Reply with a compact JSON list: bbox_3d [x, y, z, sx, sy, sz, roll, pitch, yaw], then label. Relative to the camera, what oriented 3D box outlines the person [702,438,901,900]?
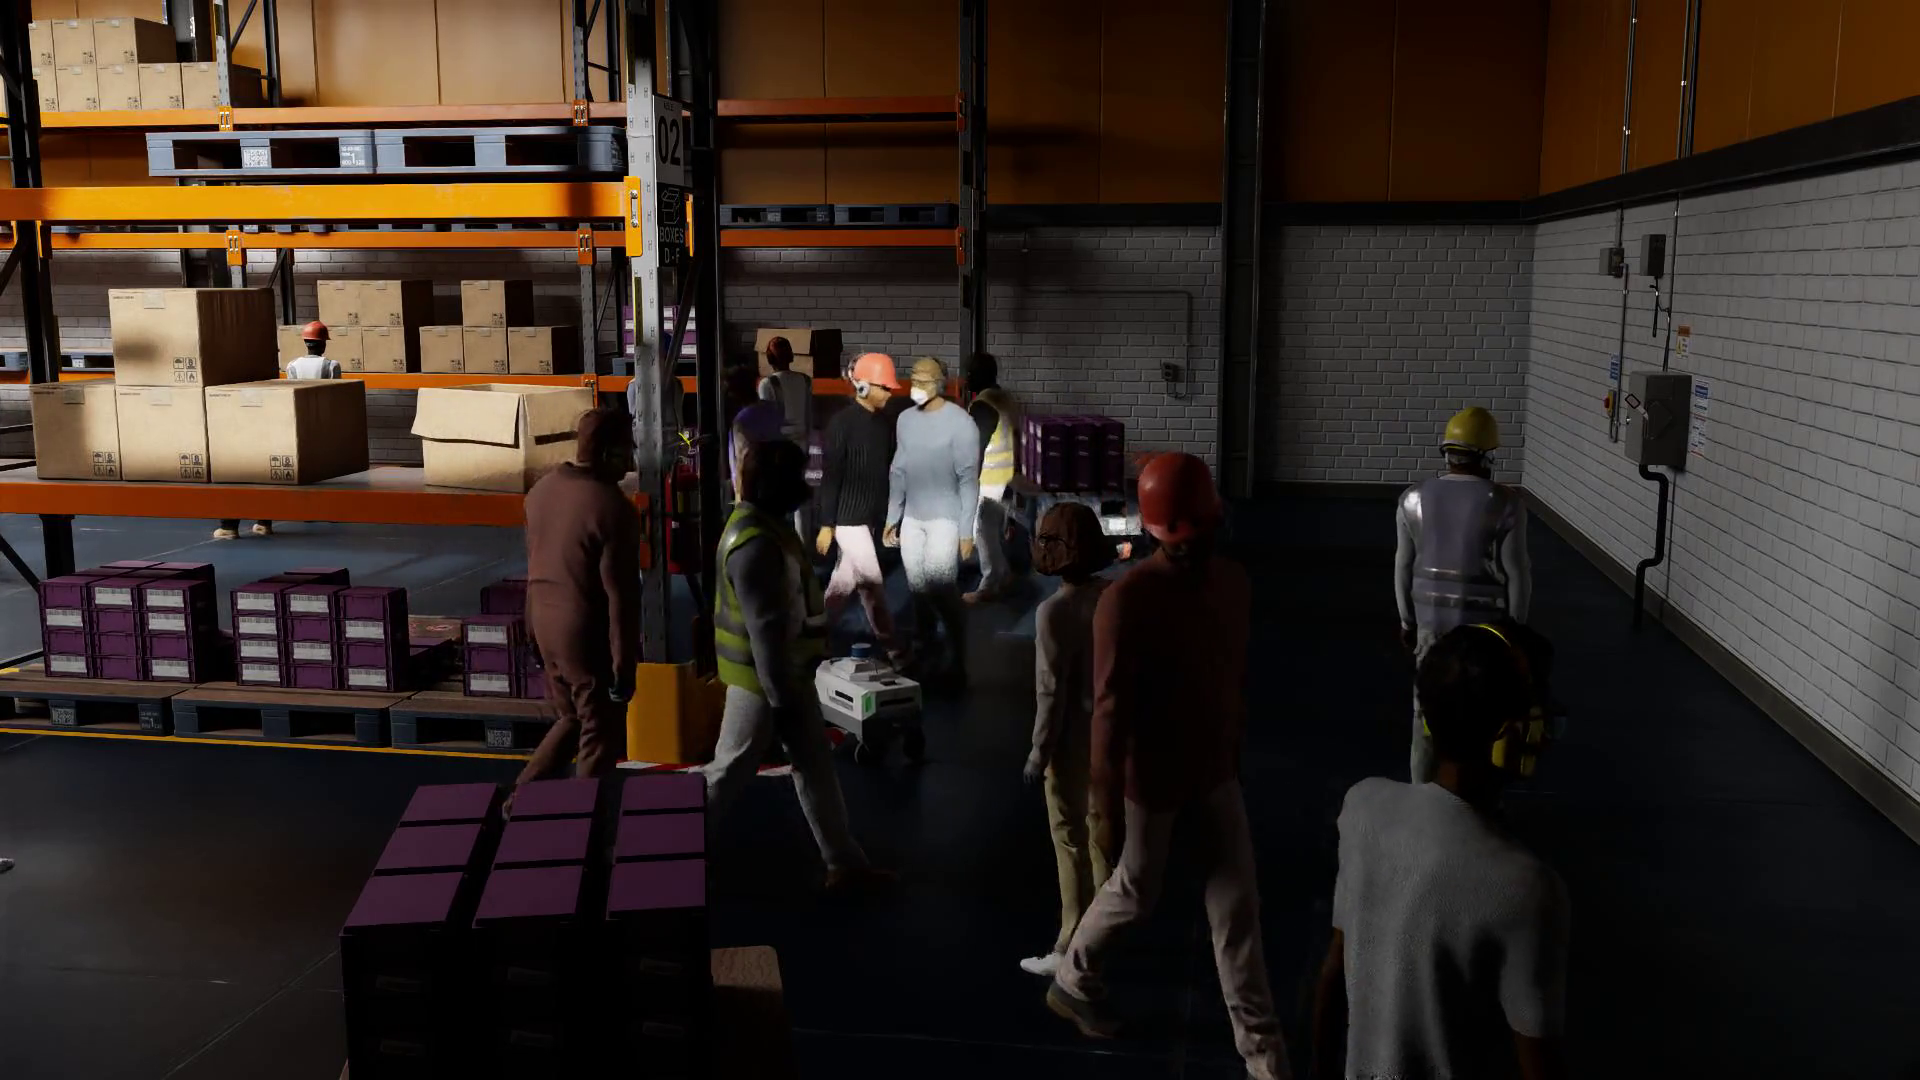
[{"bbox_3d":[-0.757,0.510,6.320,0.968,1.801,0.644,0,9,1],"label":"person"}]

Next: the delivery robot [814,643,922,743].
[{"bbox_3d":[-0.487,0.759,8.280,0.477,0.478,0.707,-6,11,-32],"label":"delivery robot"}]

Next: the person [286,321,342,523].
[{"bbox_3d":[-6.156,-1.128,16.002,0.551,1.936,0.356,1,9,5],"label":"person"}]

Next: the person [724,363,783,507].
[{"bbox_3d":[-1.358,-0.275,11.081,0.433,1.809,0.632,3,10,17],"label":"person"}]

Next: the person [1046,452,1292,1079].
[{"bbox_3d":[0.601,0.679,4.883,0.667,1.932,0.994,-7,12,-38],"label":"person"}]

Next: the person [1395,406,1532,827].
[{"bbox_3d":[2.184,0.340,7.213,0.587,1.835,0.404,7,12,38],"label":"person"}]

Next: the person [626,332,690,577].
[{"bbox_3d":[-2.361,-0.667,13.107,0.385,1.948,0.603,5,10,27],"label":"person"}]

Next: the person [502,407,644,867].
[{"bbox_3d":[-1.522,0.418,6.597,0.675,1.880,0.537,8,12,41],"label":"person"}]

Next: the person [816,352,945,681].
[{"bbox_3d":[-0.498,-0.114,9.705,1.029,1.933,0.629,4,10,25],"label":"person"}]

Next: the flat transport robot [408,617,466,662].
[{"bbox_3d":[-3.403,0.625,10.276,1.431,0.197,0.652,2,9,11],"label":"flat transport robot"}]

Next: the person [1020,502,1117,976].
[{"bbox_3d":[0.389,0.684,5.698,0.279,1.634,0.497,6,11,33],"label":"person"}]

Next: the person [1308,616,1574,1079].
[{"bbox_3d":[0.899,1.035,2.844,0.699,1.847,0.569,-4,10,-21],"label":"person"}]

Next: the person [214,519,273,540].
[{"bbox_3d":[-6.596,-1.032,15.090,0.536,2.000,0.688,7,11,36],"label":"person"}]

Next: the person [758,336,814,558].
[{"bbox_3d":[-1.446,-0.730,13.695,0.353,1.886,0.573,8,12,39],"label":"person"}]

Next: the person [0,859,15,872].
[{"bbox_3d":[-4.163,0.453,6.401,0.699,1.887,0.607,-2,9,-13],"label":"person"}]

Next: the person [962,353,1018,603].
[{"bbox_3d":[0.184,-0.440,12.073,0.436,1.827,0.640,1,9,8],"label":"person"}]

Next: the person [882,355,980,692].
[{"bbox_3d":[-0.163,-0.104,9.646,0.378,1.936,0.647,-8,12,-41],"label":"person"}]
